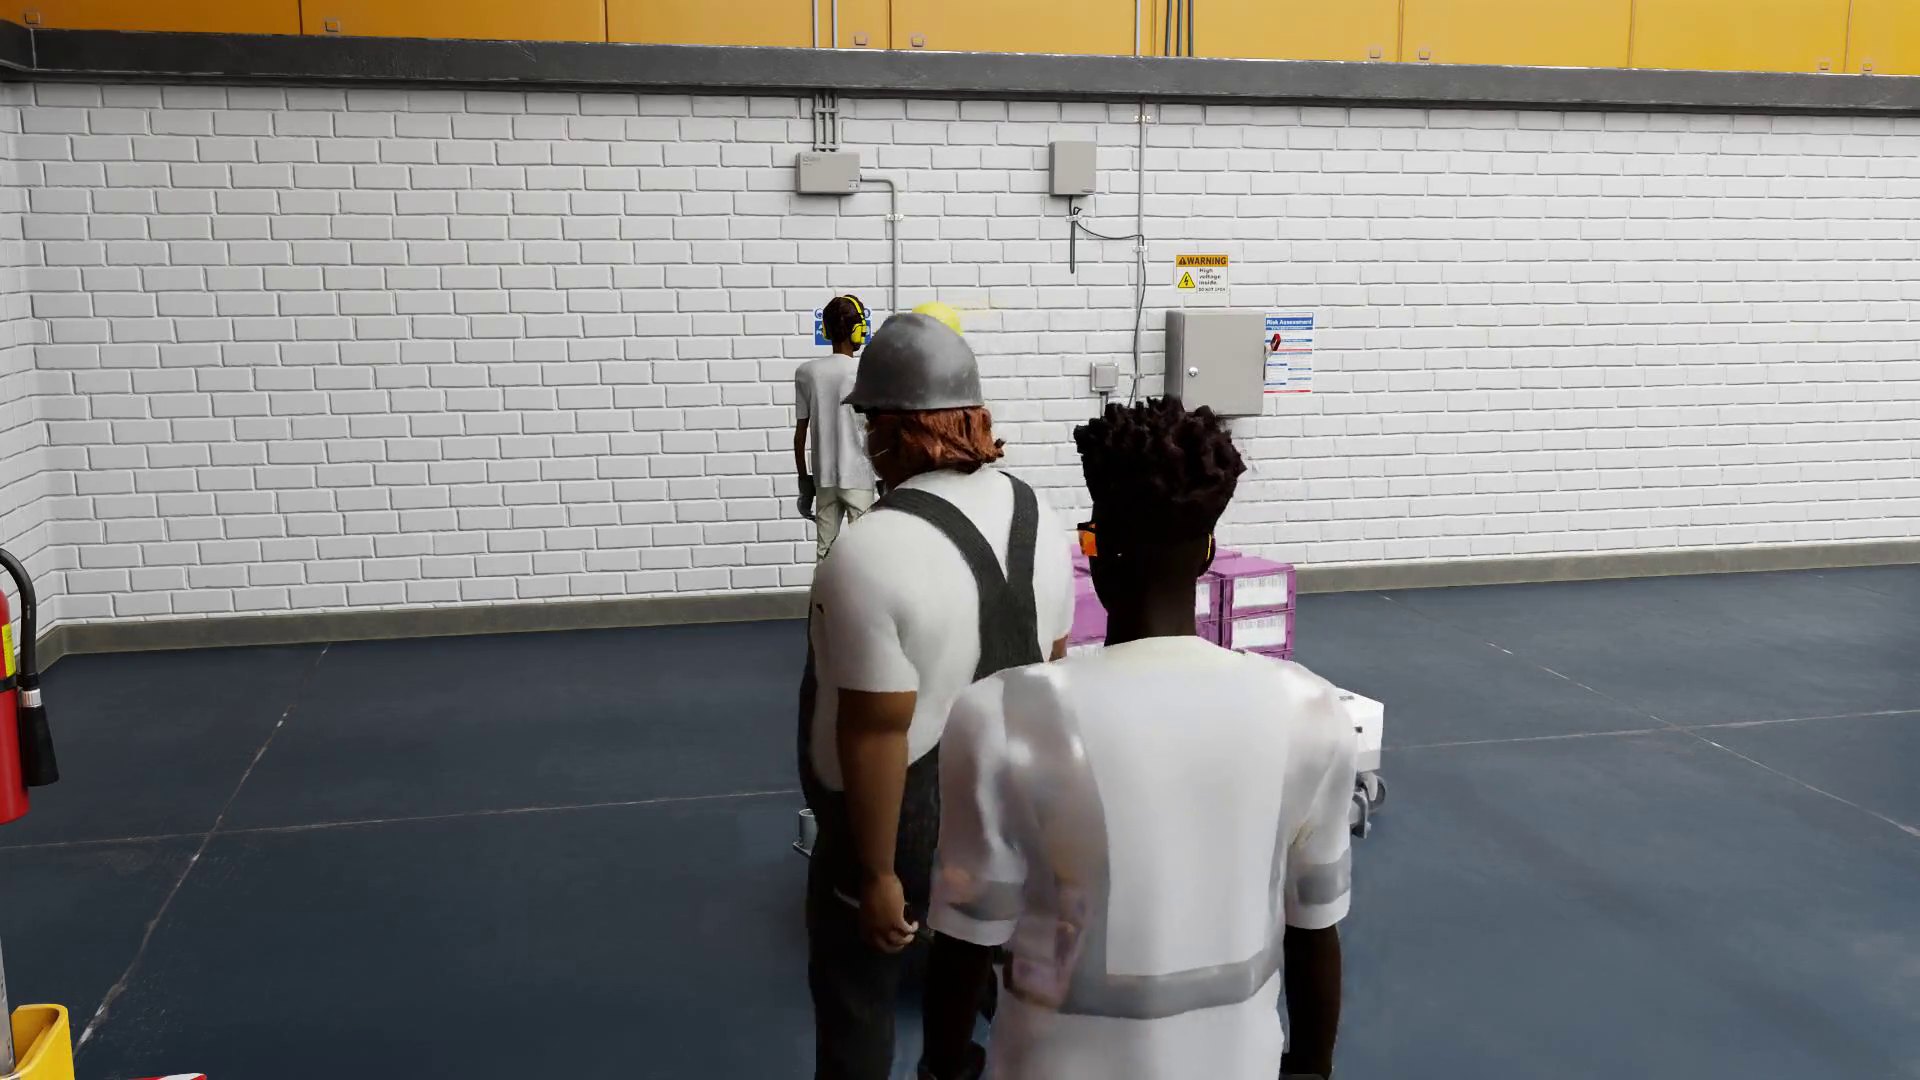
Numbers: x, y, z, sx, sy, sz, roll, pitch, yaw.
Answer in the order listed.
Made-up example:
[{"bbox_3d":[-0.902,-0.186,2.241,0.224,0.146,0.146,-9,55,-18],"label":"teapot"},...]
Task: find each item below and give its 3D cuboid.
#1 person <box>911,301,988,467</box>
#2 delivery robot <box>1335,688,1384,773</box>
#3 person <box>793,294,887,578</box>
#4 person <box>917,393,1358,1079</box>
[{"bbox_3d":[-0.104,-0.103,7.299,0.993,1.865,0.600,-1,10,-5],"label":"person"},{"bbox_3d":[1.212,0.712,6.143,0.707,0.478,0.477,-5,11,-27],"label":"delivery robot"},{"bbox_3d":[-0.554,-0.250,8.091,0.531,1.870,0.316,4,11,23],"label":"person"},{"bbox_3d":[0.265,0.769,2.298,0.609,1.930,0.905,-5,11,-24],"label":"person"}]
